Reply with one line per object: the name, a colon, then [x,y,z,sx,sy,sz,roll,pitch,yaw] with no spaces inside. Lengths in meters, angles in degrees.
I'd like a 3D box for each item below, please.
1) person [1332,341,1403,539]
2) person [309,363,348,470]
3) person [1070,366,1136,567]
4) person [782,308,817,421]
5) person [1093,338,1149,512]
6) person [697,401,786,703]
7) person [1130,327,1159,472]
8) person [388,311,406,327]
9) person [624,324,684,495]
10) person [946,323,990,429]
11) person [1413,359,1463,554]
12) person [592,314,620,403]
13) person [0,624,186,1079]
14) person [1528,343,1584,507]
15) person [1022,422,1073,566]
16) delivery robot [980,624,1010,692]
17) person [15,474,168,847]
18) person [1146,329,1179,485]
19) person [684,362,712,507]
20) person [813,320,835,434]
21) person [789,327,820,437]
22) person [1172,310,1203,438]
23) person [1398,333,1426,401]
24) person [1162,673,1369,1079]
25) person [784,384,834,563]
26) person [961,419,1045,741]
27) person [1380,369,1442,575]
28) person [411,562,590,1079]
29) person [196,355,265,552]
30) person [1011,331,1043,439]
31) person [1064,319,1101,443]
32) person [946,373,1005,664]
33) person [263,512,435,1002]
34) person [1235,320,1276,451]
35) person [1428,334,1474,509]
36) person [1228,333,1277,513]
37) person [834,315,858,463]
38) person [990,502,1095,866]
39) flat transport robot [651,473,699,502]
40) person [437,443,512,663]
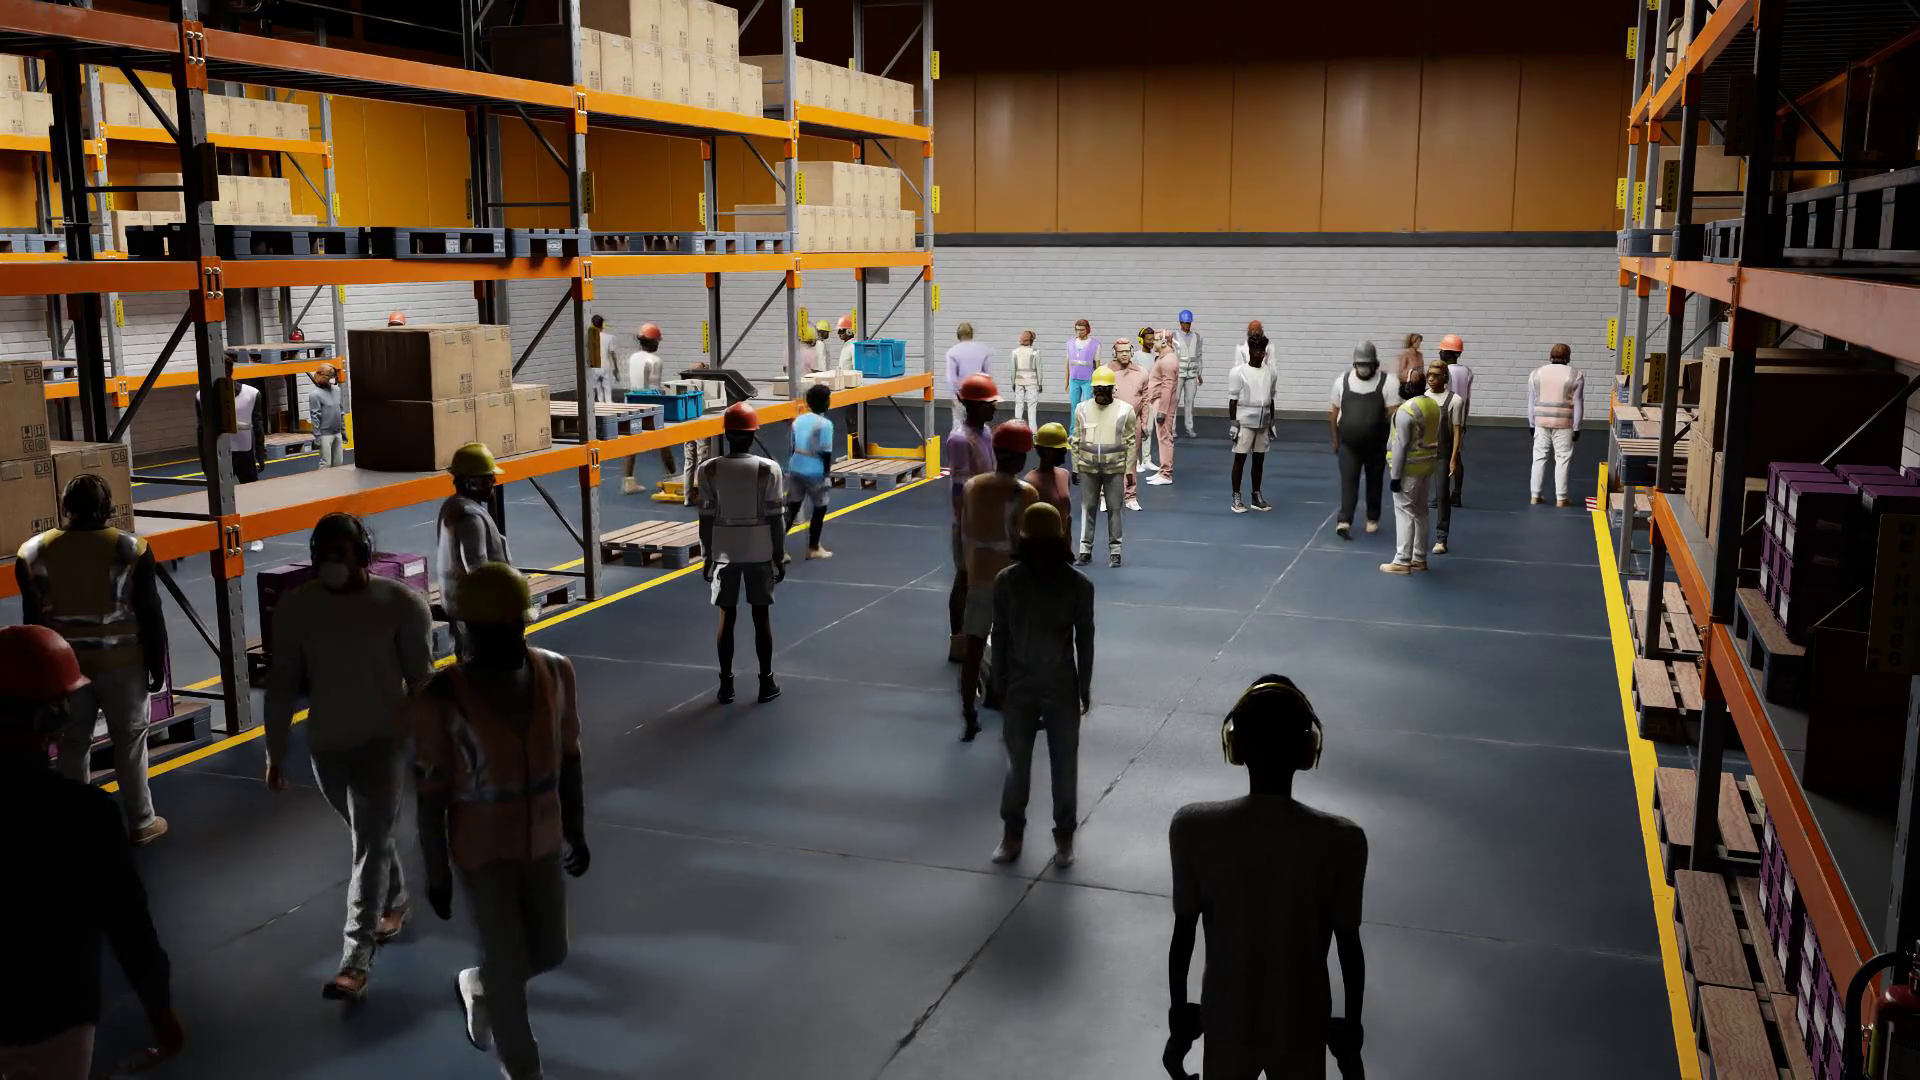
person: [4.055,-1.034,16.642,0.701,2.000,1.043,4,11,20]
person: [-7.027,-1.164,18.553,0.299,1.623,0.503,3,10,16]
person: [1.295,-0.666,15.155,0.600,1.832,0.404,2,10,14]
person: [-2.677,-2.934,27.835,0.856,1.877,0.545,-8,13,-38]
person: [1.779,-1.259,18.292,0.641,1.908,0.407,-2,10,-10]
person: [-1.388,0.084,10.634,0.552,1.937,0.356,0,10,-2]
person: [2.409,-1.813,21.513,0.531,1.870,0.316,-9,13,-40]
person: [-7.926,-2.240,23.563,0.619,1.992,0.396,-3,10,-16]
person: [-3.626,-1.555,19.690,0.637,1.991,1.027,8,13,38]
person: [0.101,-1.992,22.517,0.641,1.879,1.041,-3,10,-15]
person: [4.502,-0.792,15.831,0.507,1.847,0.345,7,13,36]
person: [-5.675,-2.658,26.340,0.595,1.843,0.574,0,10,-1]
person: [-2.339,1.178,4.399,0.647,1.954,0.928,4,11,20]
person: [6.686,-1.288,18.672,0.614,1.835,0.428,8,13,38]
person: [0.588,0.084,11.150,0.351,1.756,0.518,8,13,36]
delivery robot: [0.307,0.699,10.801,0.477,0.478,0.707,-2,10,-13]
person: [-4.177,0.593,8.070,0.628,1.837,0.429,-2,10,-12]
person: [2.469,-1.627,20.362,0.408,1.908,0.641,1,10,6]
person: [-2.897,-1.162,18.516,0.511,1.634,0.311,8,13,38]
person: [-2.136,-2.526,25.837,0.318,1.764,0.522,-3,11,-17]
person: [-2.183,-2.180,23.882,0.391,1.752,0.553,-8,13,-37]
person: [3.409,-2.521,25.276,0.617,1.946,0.396,-3,10,-16]
person: [6.702,-2.239,24.610,0.440,1.624,0.517,9,14,42]
person: [0.772,1.254,4.229,0.514,1.876,0.328,2,10,13]
person: [-1.462,-0.592,15.261,0.691,1.659,0.625,-9,14,-42]
person: [0.229,0.251,9.855,0.566,1.906,0.639,7,12,34]
person: [4.017,-0.609,14.845,0.429,1.836,0.624,9,14,43]
person: [-1.550,0.992,5.595,0.682,1.910,0.603,9,14,42]
person: [-6.925,-0.821,15.844,0.595,1.909,0.415,-2,10,-9]
person: [1.009,-2.335,25.108,0.520,1.636,0.312,6,12,30]
person: [1.810,-2.334,24.533,0.565,1.840,0.390,6,12,29]
person: [0.124,-0.153,11.675,0.391,2.040,0.615,3,11,19]
person: [-2.437,0.823,6.653,0.646,1.882,1.035,0,10,0]
person: [4.181,-2.184,23.601,0.593,1.864,0.442,1,10,7]
person: [5.416,-1.309,18.472,0.551,1.940,0.349,-6,12,-31]
person: [3.219,-1.286,18.279,0.604,1.964,0.367,-4,11,-24]
person: [-1.470,-1.981,22.104,0.396,1.992,0.623,-3,11,-17]
person: [0.379,0.680,7.831,0.492,1.741,0.324,2,10,13]
flat transport robot: [-2.979,-0.642,19.416,0.652,0.197,1.431,3,10,18]
person: [-2.711,0.365,9.349,0.404,1.829,0.600,-5,11,-28]
